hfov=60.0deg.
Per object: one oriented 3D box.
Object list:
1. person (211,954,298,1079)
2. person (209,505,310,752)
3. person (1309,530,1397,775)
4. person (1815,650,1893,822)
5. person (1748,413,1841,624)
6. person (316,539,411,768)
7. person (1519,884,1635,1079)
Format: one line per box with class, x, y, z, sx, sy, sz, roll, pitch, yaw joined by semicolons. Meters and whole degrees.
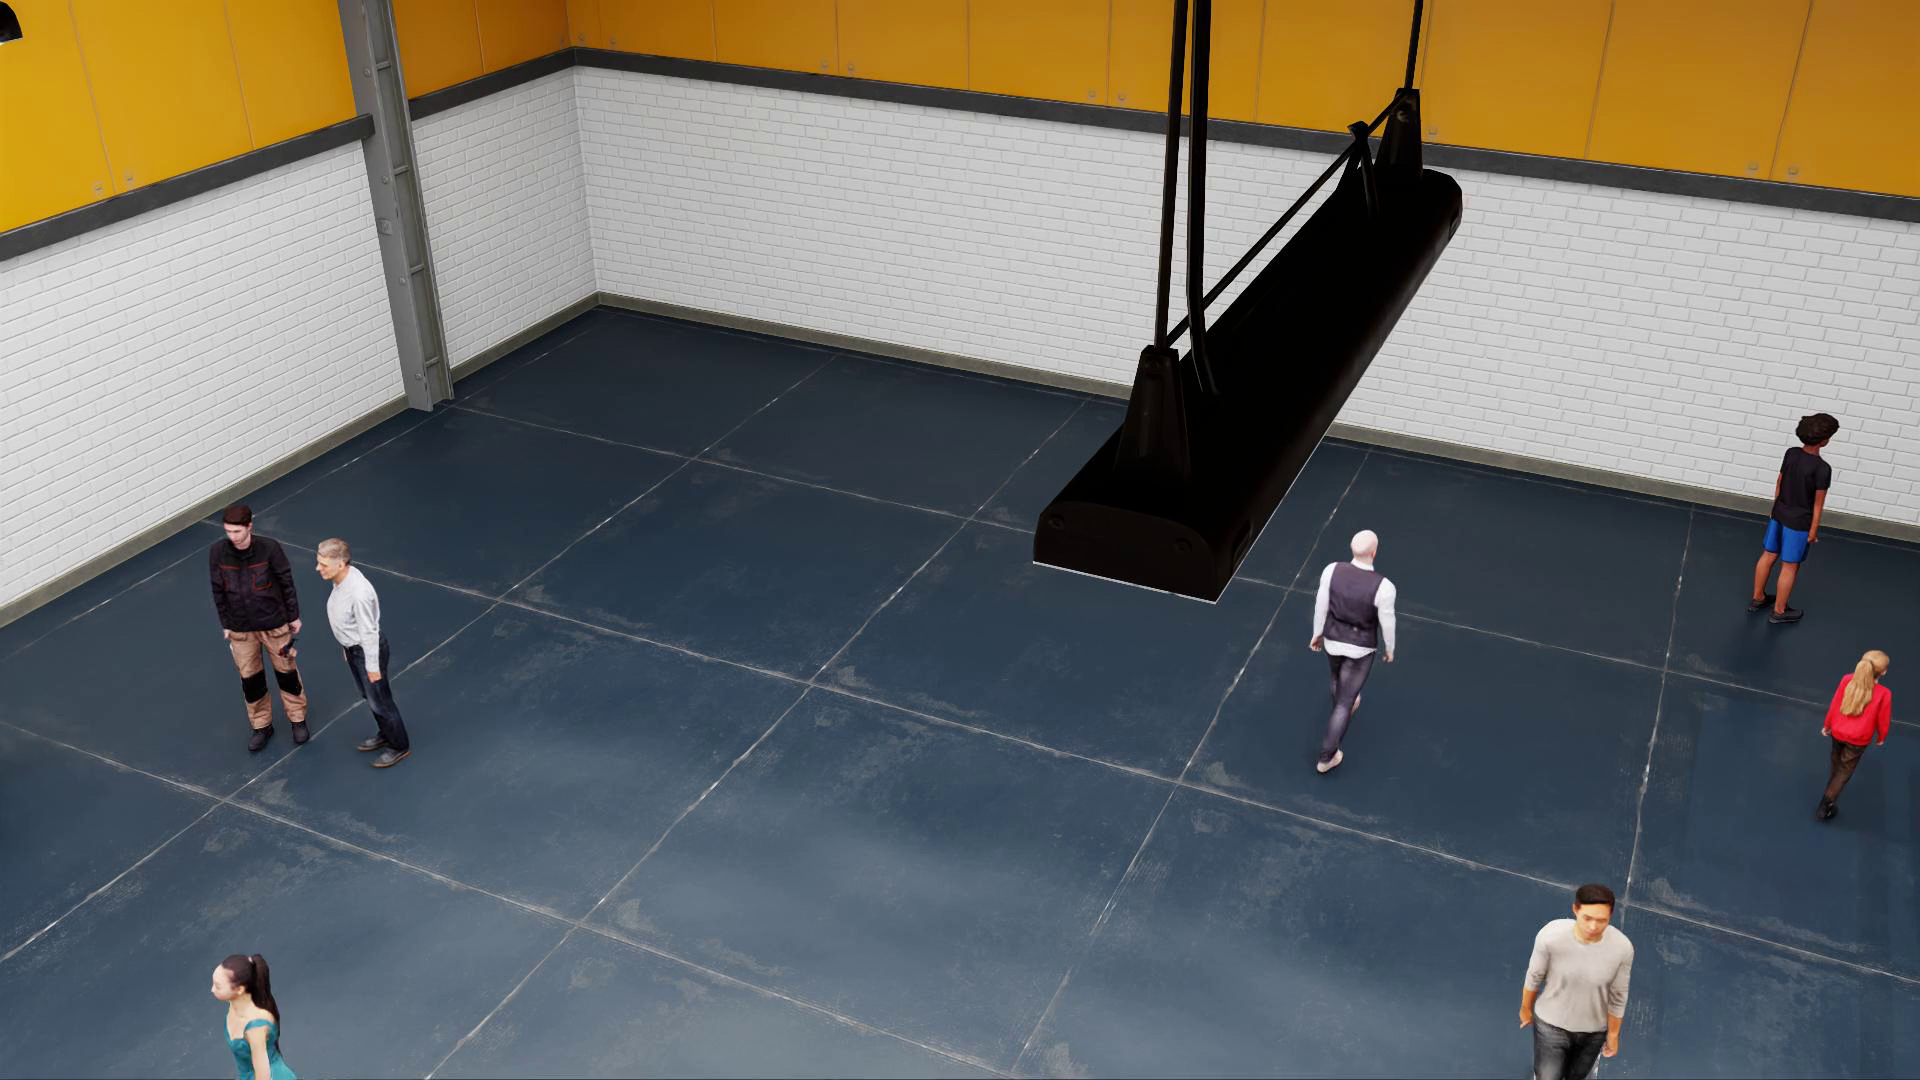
person;-3.352;2.677;8.243;0.719;1.674;0.689;-21;35;-33
person;-4.970;0.590;11.812;0.793;1.921;0.827;-7;29;-12
person;2.660;0.810;11.551;0.864;1.784;1.200;19;34;31
person;5.946;1.327;11.154;0.902;1.258;0.732;-21;35;-33
person;6.703;-0.190;13.370;0.748;1.798;0.691;-11;30;-19
person;-4.157;0.763;11.612;0.751;1.809;0.739;-21;35;-33
person;3.147;2.416;8.604;0.829;1.787;1.107;4;29;8
